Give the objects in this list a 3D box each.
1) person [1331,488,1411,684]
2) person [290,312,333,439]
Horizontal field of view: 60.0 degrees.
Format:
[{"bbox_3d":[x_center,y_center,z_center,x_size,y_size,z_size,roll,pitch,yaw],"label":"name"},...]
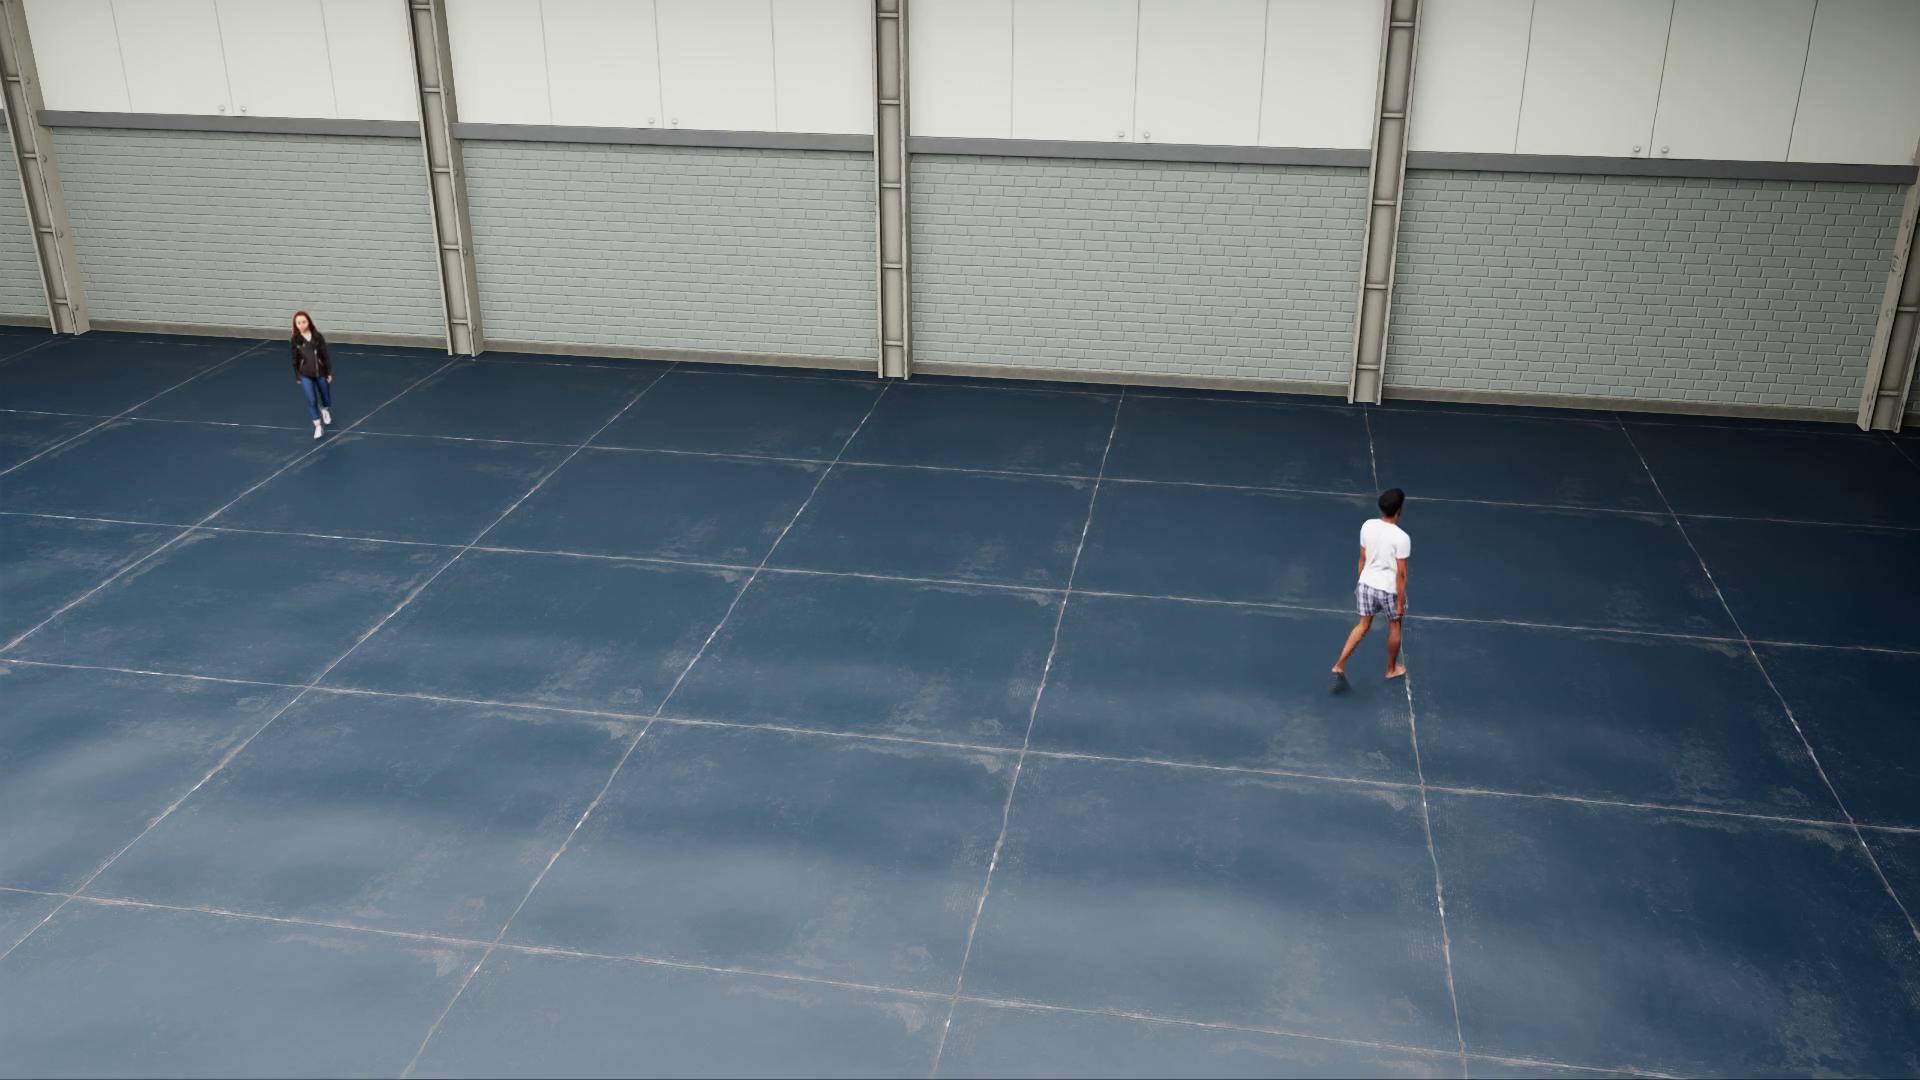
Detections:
[{"bbox_3d":[3.378,0.421,13.540,1.091,1.705,1.057,-18,29,-36],"label":"person"},{"bbox_3d":[-7.564,-1.966,19.451,0.871,1.471,0.879,-10,25,-21],"label":"person"}]
